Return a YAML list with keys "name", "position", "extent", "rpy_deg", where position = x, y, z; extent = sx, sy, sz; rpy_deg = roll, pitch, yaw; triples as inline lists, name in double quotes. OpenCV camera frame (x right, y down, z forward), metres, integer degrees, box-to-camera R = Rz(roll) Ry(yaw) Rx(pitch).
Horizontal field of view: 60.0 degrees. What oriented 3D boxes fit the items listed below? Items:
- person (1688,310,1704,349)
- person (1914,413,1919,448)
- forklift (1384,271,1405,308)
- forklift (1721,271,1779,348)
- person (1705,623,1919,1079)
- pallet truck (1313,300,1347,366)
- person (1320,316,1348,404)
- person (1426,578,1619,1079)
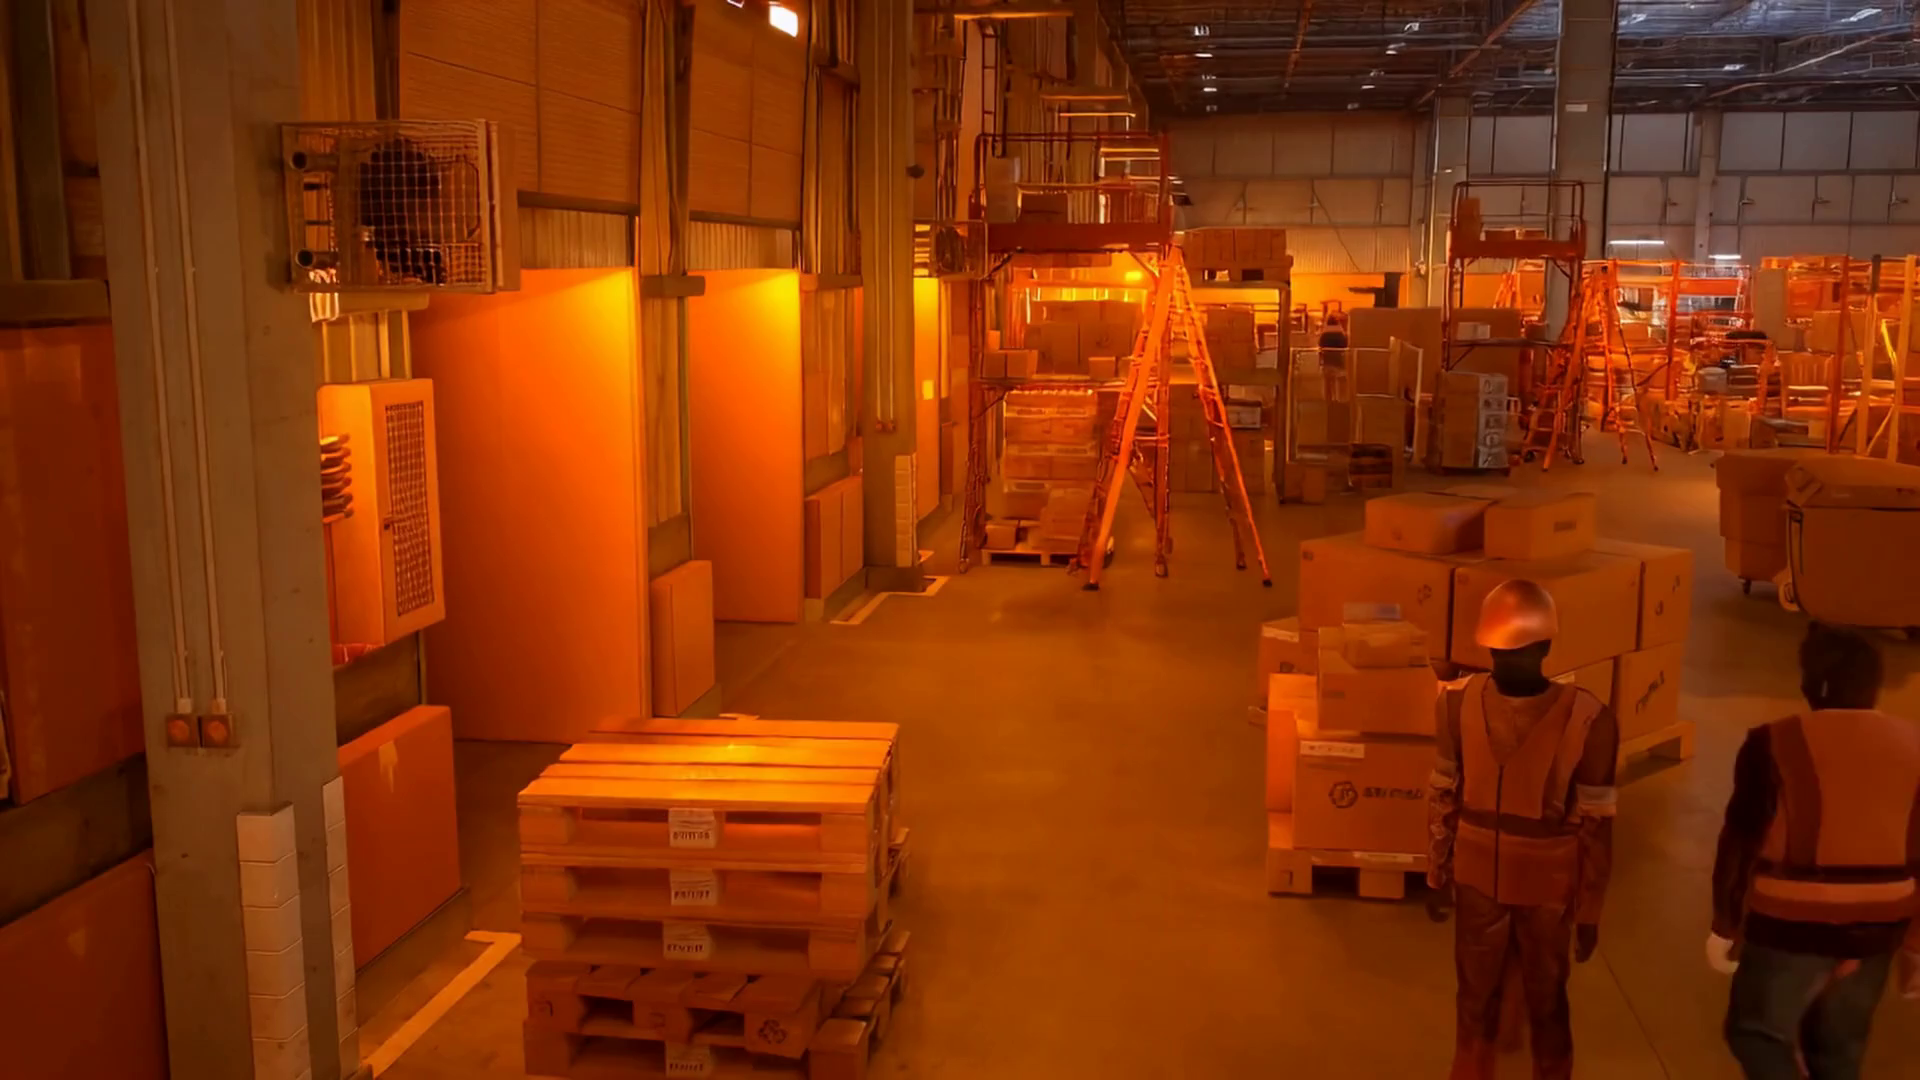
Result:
- name: "person"
  position: [21.895, -6.014, 49.528]
  extent: [0.530, 1.689, 0.321]
  rpy_deg: [-3, 10, -19]
- name: "person"
  position: [15.569, -2.338, 26.701]
  extent: [0.319, 1.739, 0.484]
  rpy_deg: [6, 11, 31]
- name: "forklift"
  position: [10.893, -5.388, 41.996]
  extent: [1.873, 2.768, 1.129]
  rpy_deg: [1, 9, 9]
- name: "forklift"
  position: [23.139, -6.357, 47.974]
  extent: [1.873, 2.768, 1.129]
  rpy_deg: [0, 9, 3]
- name: "person"
  position: [2.546, 1.162, 4.849]
  extent: [0.636, 1.824, 0.576]
  rpy_deg: [0, 9, 0]
- name: "pallet truck"
  position: [11.159, -6.200, 49.718]
  extent: [0.823, 1.965, 1.885]
  rpy_deg: [4, 10, 26]
- name: "person"
  position: [7.699, -3.657, 34.335]
  extent: [0.557, 1.911, 0.858]
  rpy_deg: [3, 10, 18]
- name: "person"
  position: [1.718, 1.060, 5.188]
  extent: [0.586, 1.920, 0.397]
  rpy_deg: [8, 12, 42]
